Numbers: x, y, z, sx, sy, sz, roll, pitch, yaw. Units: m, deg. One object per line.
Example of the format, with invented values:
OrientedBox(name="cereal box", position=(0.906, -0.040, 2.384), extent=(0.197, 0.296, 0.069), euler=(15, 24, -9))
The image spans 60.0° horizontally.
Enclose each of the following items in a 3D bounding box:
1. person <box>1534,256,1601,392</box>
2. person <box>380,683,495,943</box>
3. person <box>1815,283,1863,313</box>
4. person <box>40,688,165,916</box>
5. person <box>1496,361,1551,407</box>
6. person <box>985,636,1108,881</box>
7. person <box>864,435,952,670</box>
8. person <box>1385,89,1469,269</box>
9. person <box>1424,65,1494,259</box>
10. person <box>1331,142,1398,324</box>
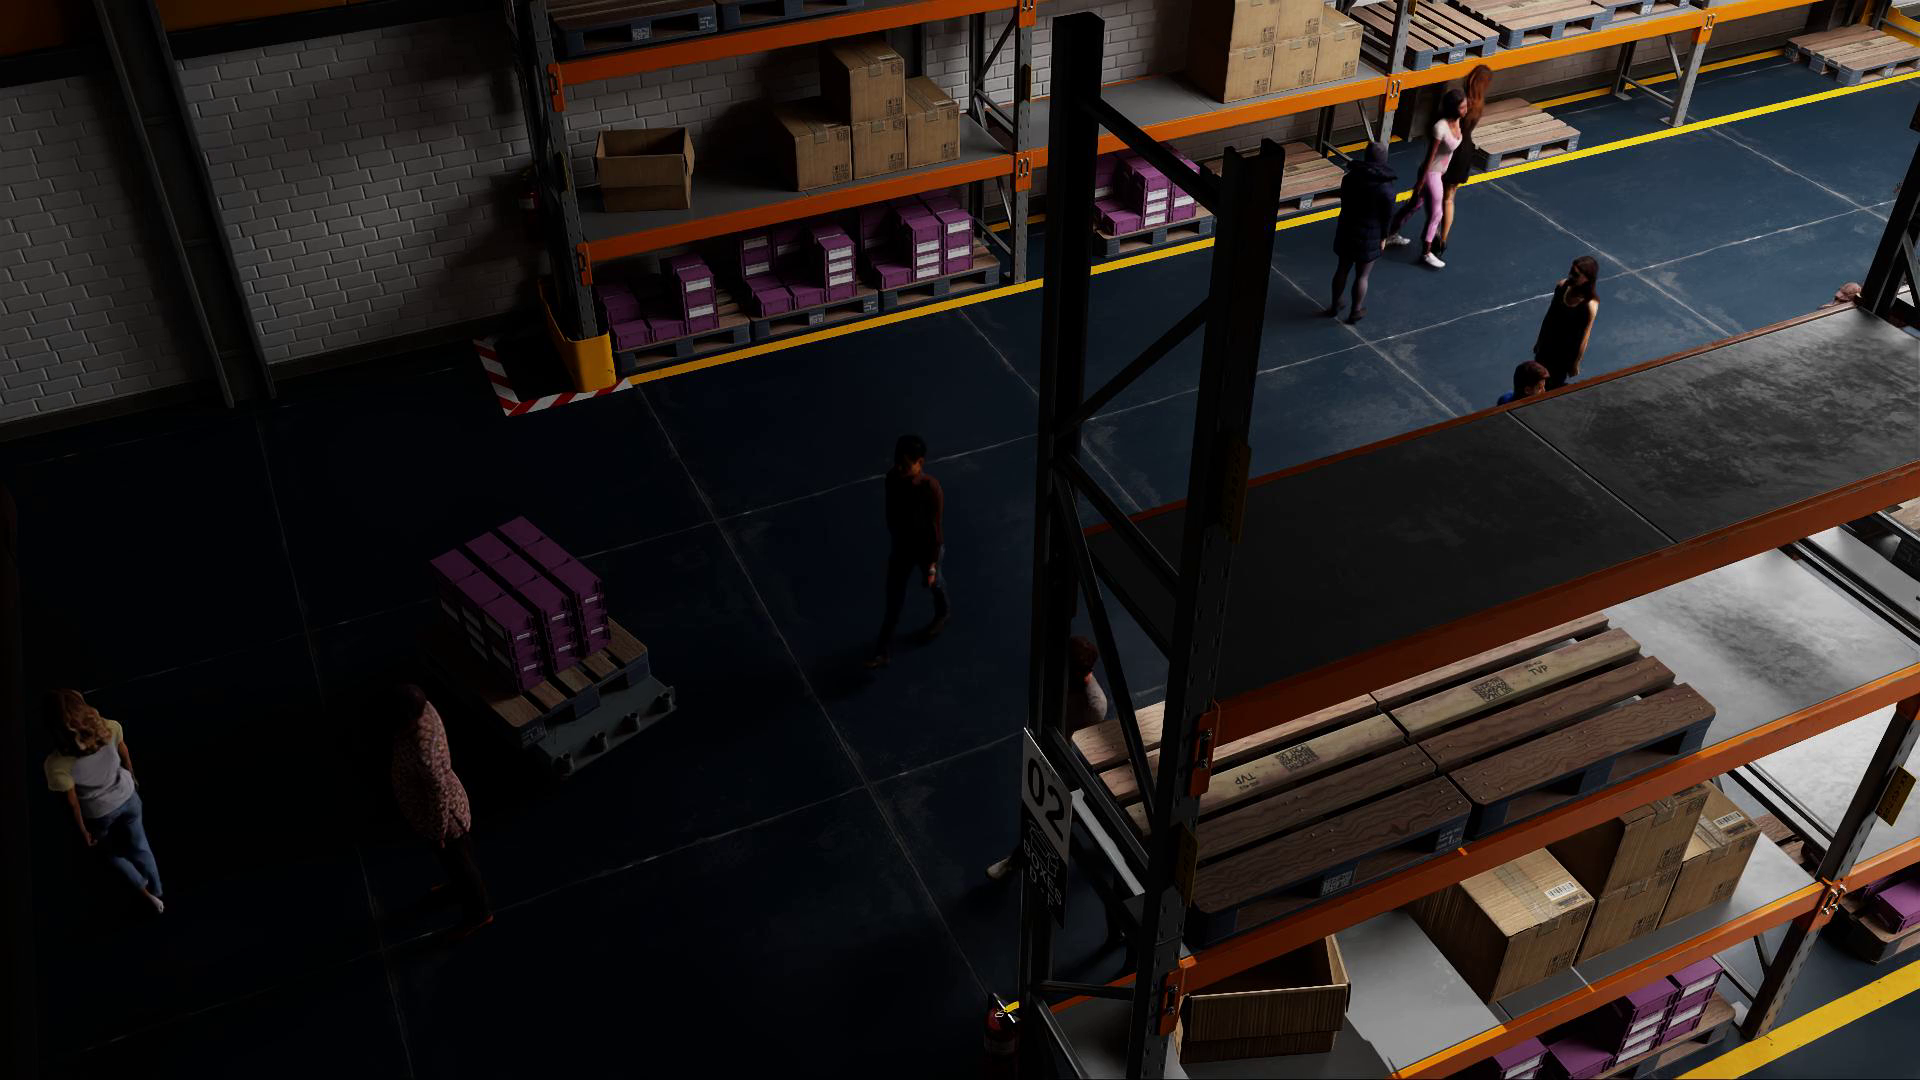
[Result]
OrientedBox(name="person", position=(4.740, -1.488, 12.967), extent=(0.940, 1.676, 0.639), euler=(-14, 41, -16))
OrientedBox(name="person", position=(-2.867, 1.461, 9.169), extent=(0.593, 1.808, 0.684), euler=(-14, 41, -17))
OrientedBox(name="person", position=(6.552, -1.235, 12.635), extent=(0.614, 1.695, 0.645), euler=(-19, 42, -22))
OrientedBox(name="person", position=(-4.646, 1.503, 9.192), extent=(0.818, 1.715, 0.736), euler=(22, 43, 25))
OrientedBox(name="person", position=(3.733, -0.429, 11.488), extent=(0.726, 1.866, 0.736), euler=(0, 39, 0))
OrientedBox(name="person", position=(0.702, 1.214, 9.450), extent=(1.256, 1.842, 0.869), euler=(-7, 39, -9))
OrientedBox(name="person", position=(-0.227, 0.023, 11.031), extent=(1.045, 1.730, 1.202), euler=(20, 43, 23))
OrientedBox(name="person", position=(4.272, -3.356, 15.282), extent=(0.938, 1.706, 0.934), euler=(18, 42, 21))
OrientedBox(name="person", position=(4.557, -3.458, 15.338), extent=(0.773, 1.796, 0.602), euler=(30, 47, 32))
OrientedBox(name="person", position=(3.477, -2.677, 14.456), extent=(0.775, 1.675, 0.800), euler=(25, 45, 27))
